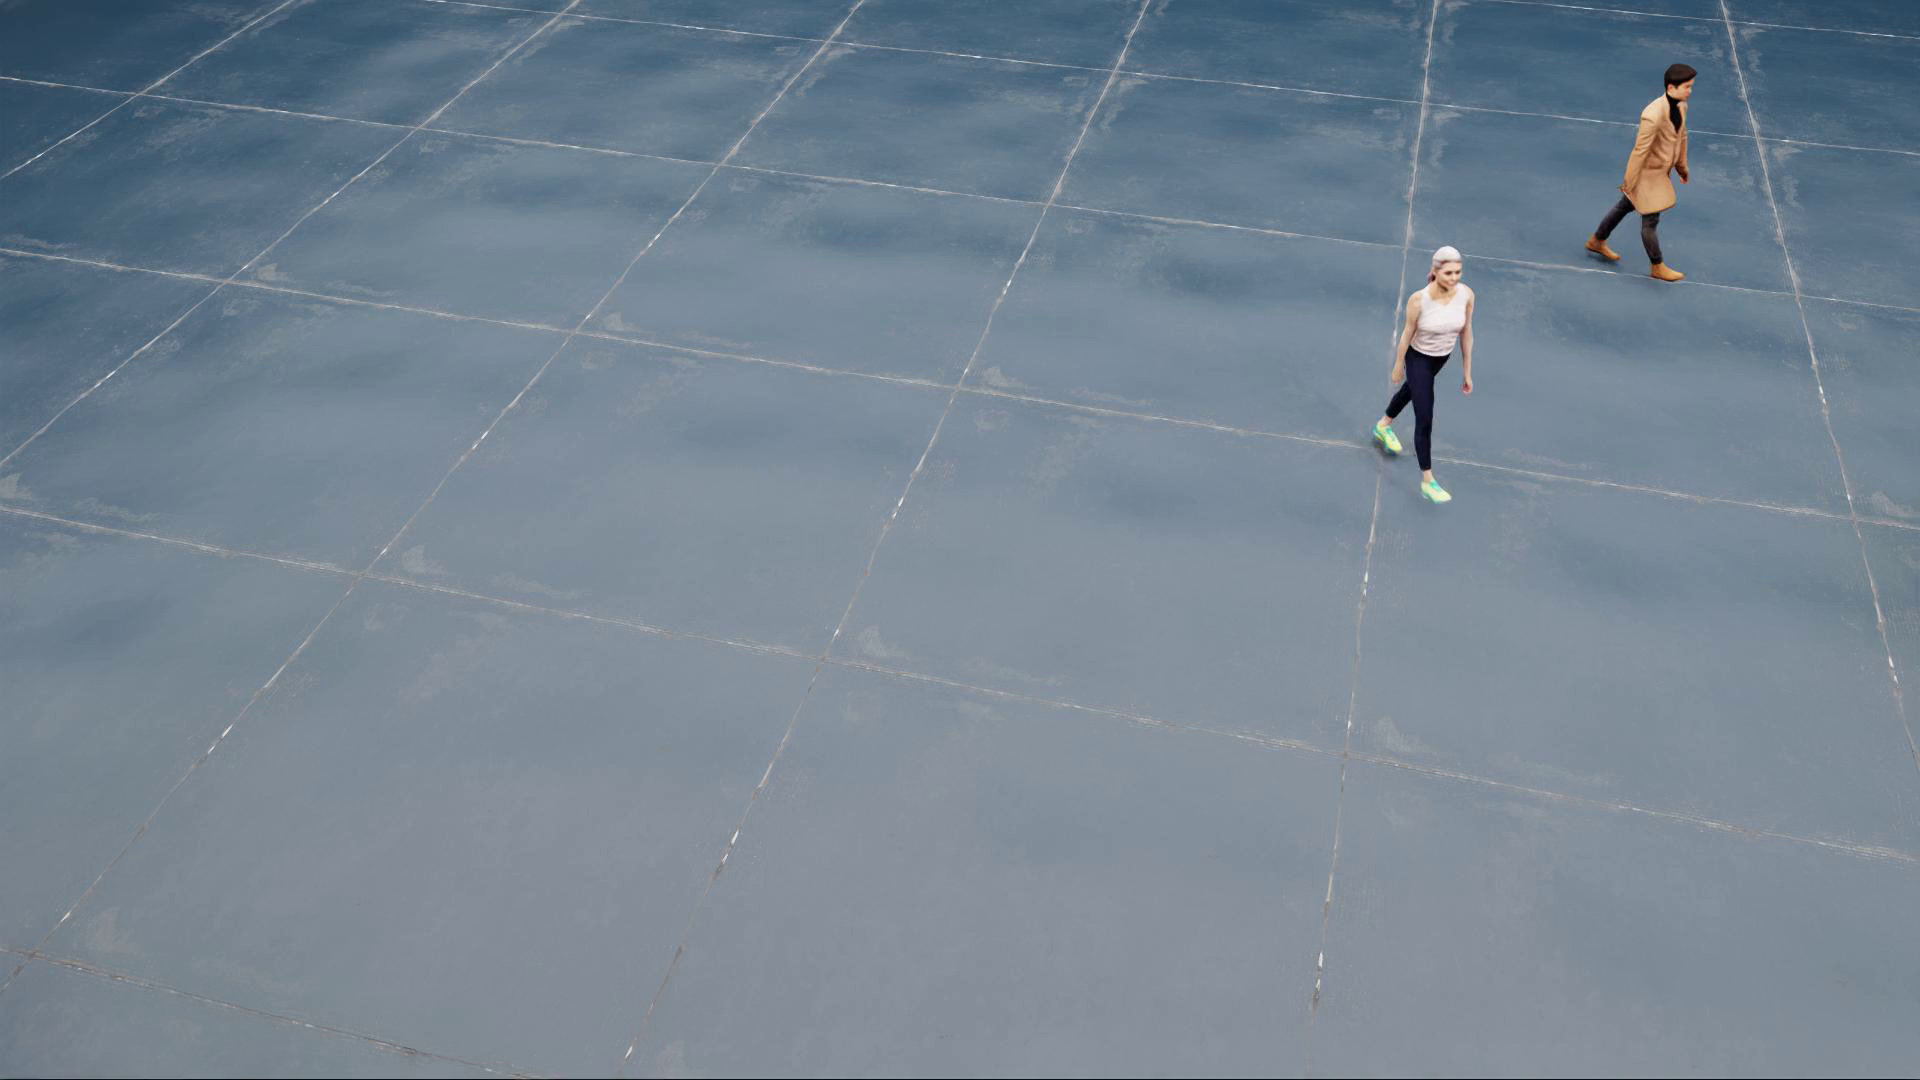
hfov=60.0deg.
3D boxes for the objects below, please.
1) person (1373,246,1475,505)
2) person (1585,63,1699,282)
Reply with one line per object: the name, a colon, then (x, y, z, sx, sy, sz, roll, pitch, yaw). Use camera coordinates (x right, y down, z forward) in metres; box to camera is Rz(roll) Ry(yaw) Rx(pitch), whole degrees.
person: (2.958, -1.160, 10.709, 1.073, 1.638, 1.260, -13, 40, -16)
person: (5.269, -2.880, 12.869, 1.139, 1.687, 1.069, -31, 48, -34)
